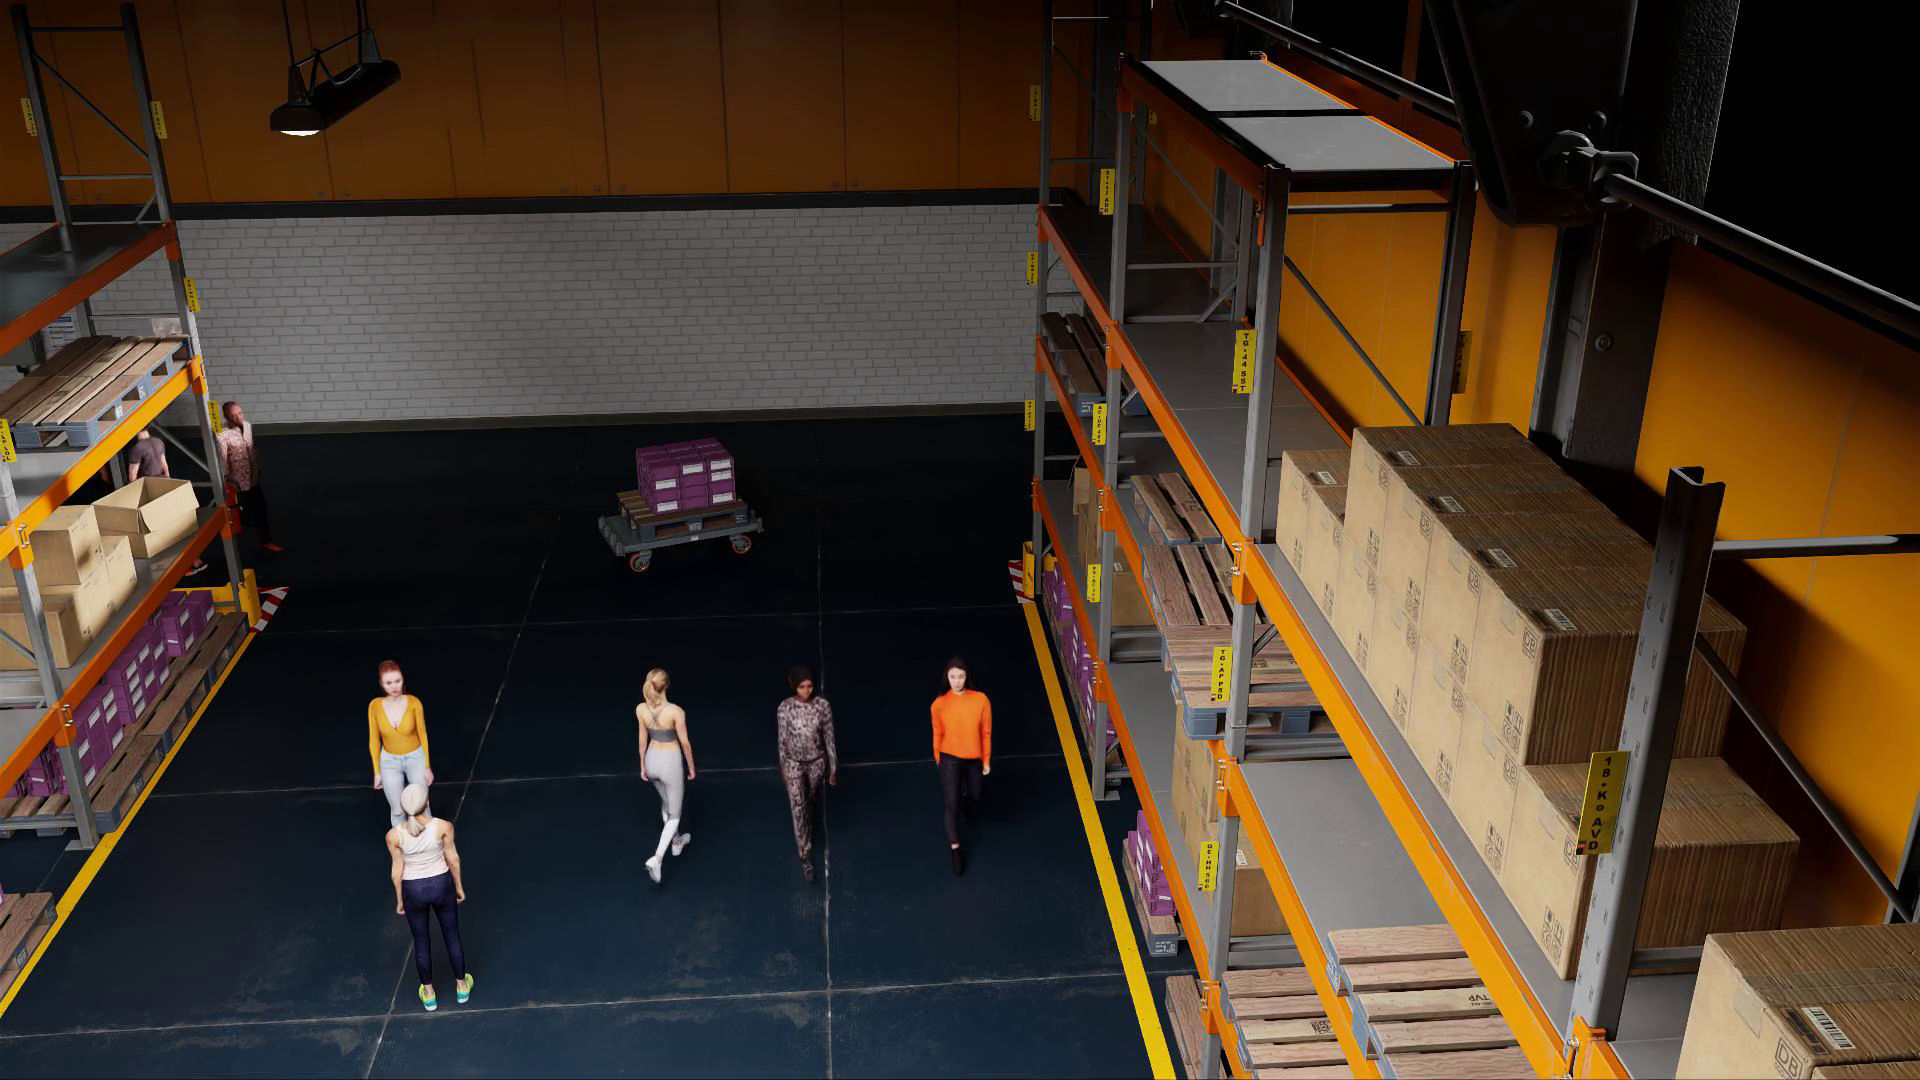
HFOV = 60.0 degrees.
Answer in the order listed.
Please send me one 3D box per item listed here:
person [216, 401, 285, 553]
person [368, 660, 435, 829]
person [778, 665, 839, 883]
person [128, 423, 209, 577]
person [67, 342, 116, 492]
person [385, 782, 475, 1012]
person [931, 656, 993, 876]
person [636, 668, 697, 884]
[{"bbox_3d":[-7.852,-0.659,18.036,1.000,1.787,0.962,7,25,16],"label":"person"},{"bbox_3d":[-4.228,1.719,12.644,0.627,1.750,0.617,-5,24,-12],"label":"person"},{"bbox_3d":[-1.182,1.704,12.784,0.630,1.665,1.172,-4,24,-8],"label":"person"},{"bbox_3d":[-8.406,-0.437,17.497,0.866,1.812,1.155,2,24,6],"label":"person"},{"bbox_3d":[-10.399,-1.472,19.838,0.649,1.834,0.635,6,24,13],"label":"person"},{"bbox_3d":[-3.568,2.386,11.177,0.655,1.702,0.612,-8,25,-18],"label":"person"},{"bbox_3d":[0.024,1.661,12.803,0.609,1.729,1.002,-1,24,-3],"label":"person"},{"bbox_3d":[-2.269,1.783,12.582,0.822,1.682,1.113,7,24,15],"label":"person"}]
